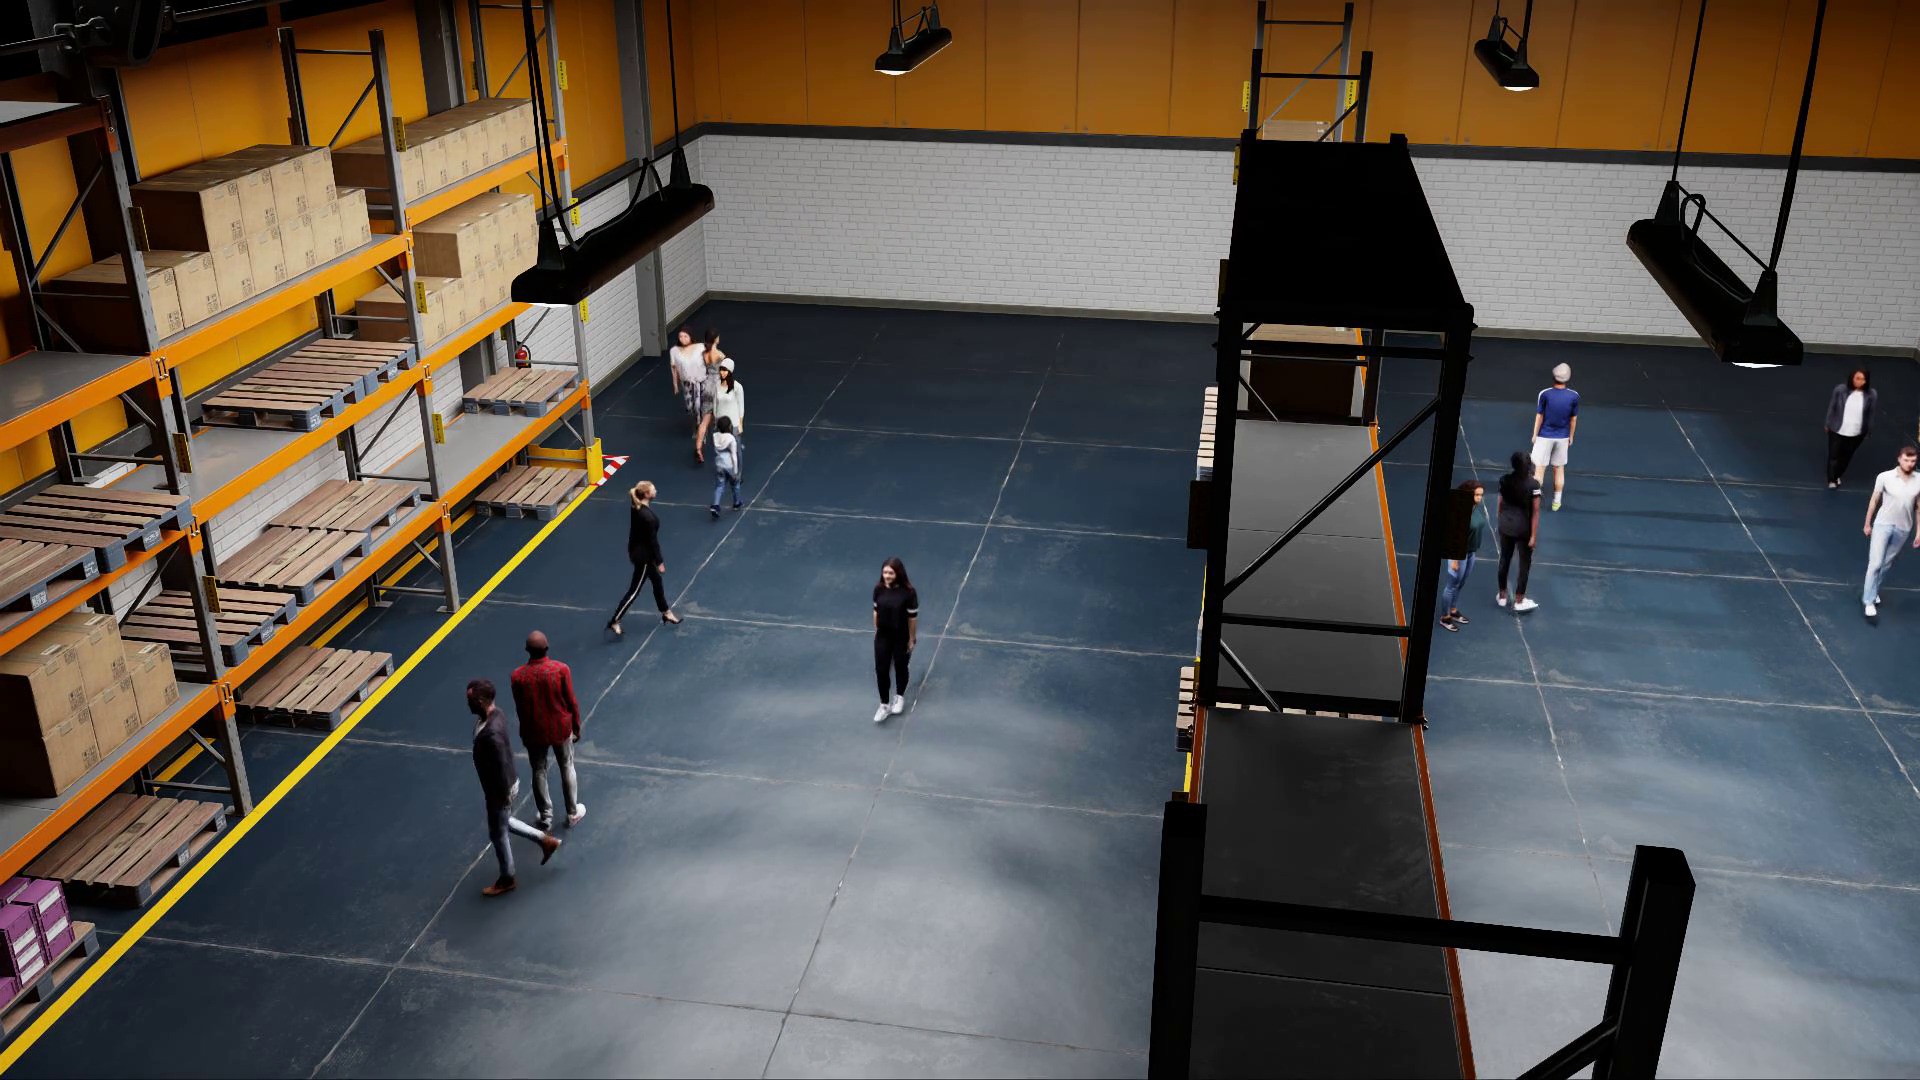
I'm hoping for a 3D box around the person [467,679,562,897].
[{"bbox_3d":[-3.513,1.895,12.966,0.963,1.818,0.959,-8,25,-18],"label":"person"}]

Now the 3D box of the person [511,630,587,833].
[{"bbox_3d":[-3.400,1.558,13.736,0.740,1.820,0.713,-4,24,-10],"label":"person"}]

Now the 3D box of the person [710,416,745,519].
[{"bbox_3d":[-2.856,-0.877,20.019,0.560,1.247,0.870,8,25,18],"label":"person"}]

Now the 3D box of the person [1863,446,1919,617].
[{"bbox_3d":[9.864,-0.150,17.646,0.653,1.817,1.028,4,24,9],"label":"person"}]

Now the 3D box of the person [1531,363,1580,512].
[{"bbox_3d":[7.177,-1.249,20.136,0.643,1.836,0.543,2,24,6],"label":"person"}]

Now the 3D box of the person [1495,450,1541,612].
[{"bbox_3d":[5.900,-0.090,17.626,0.840,1.722,0.867,-16,29,-33],"label":"person"}]

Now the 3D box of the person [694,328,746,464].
[{"bbox_3d":[-3.242,-1.827,21.534,0.913,1.775,1.179,16,28,32],"label":"person"}]

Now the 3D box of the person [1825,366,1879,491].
[{"bbox_3d":[11.126,-1.416,20.848,0.763,1.571,0.981,8,25,17],"label":"person"}]

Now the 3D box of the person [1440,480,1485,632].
[{"bbox_3d":[5.201,0.133,17.254,0.769,1.612,0.689,21,31,40],"label":"person"}]

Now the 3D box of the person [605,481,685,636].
[{"bbox_3d":[-3.312,0.235,16.958,1.093,1.662,1.095,-12,27,-26],"label":"person"}]

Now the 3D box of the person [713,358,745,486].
[{"bbox_3d":[-2.909,-1.492,20.932,0.611,1.645,0.572,10,25,21],"label":"person"}]

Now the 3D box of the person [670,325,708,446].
[{"bbox_3d":[-3.562,-2.121,22.367,0.716,1.647,0.803,2,24,5],"label":"person"}]

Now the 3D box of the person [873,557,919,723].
[{"bbox_3d":[-0.568,0.869,15.553,0.627,1.626,0.732,6,24,13],"label":"person"}]
